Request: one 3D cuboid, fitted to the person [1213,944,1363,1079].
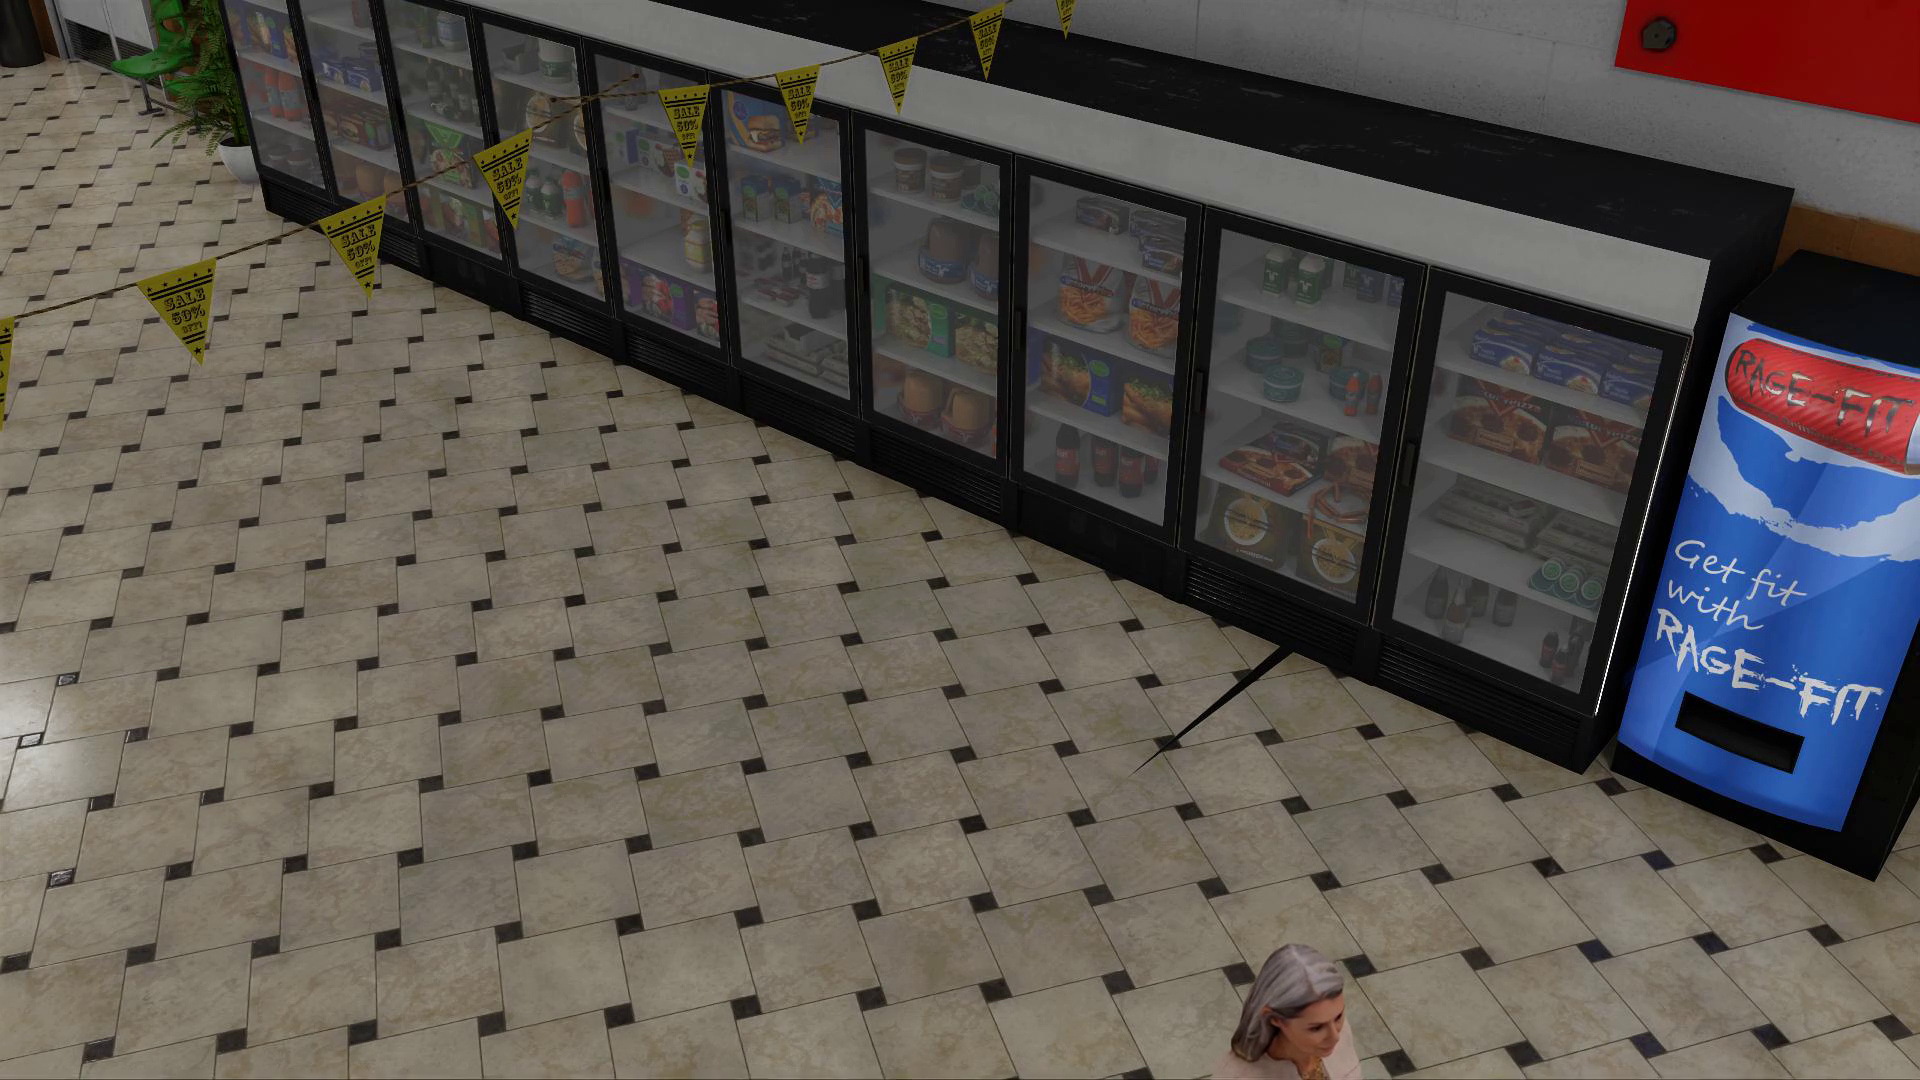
[{"bbox_3d":[0.772,1.672,4.186,0.520,1.737,0.682,-26,40,-35],"label":"person"}]
